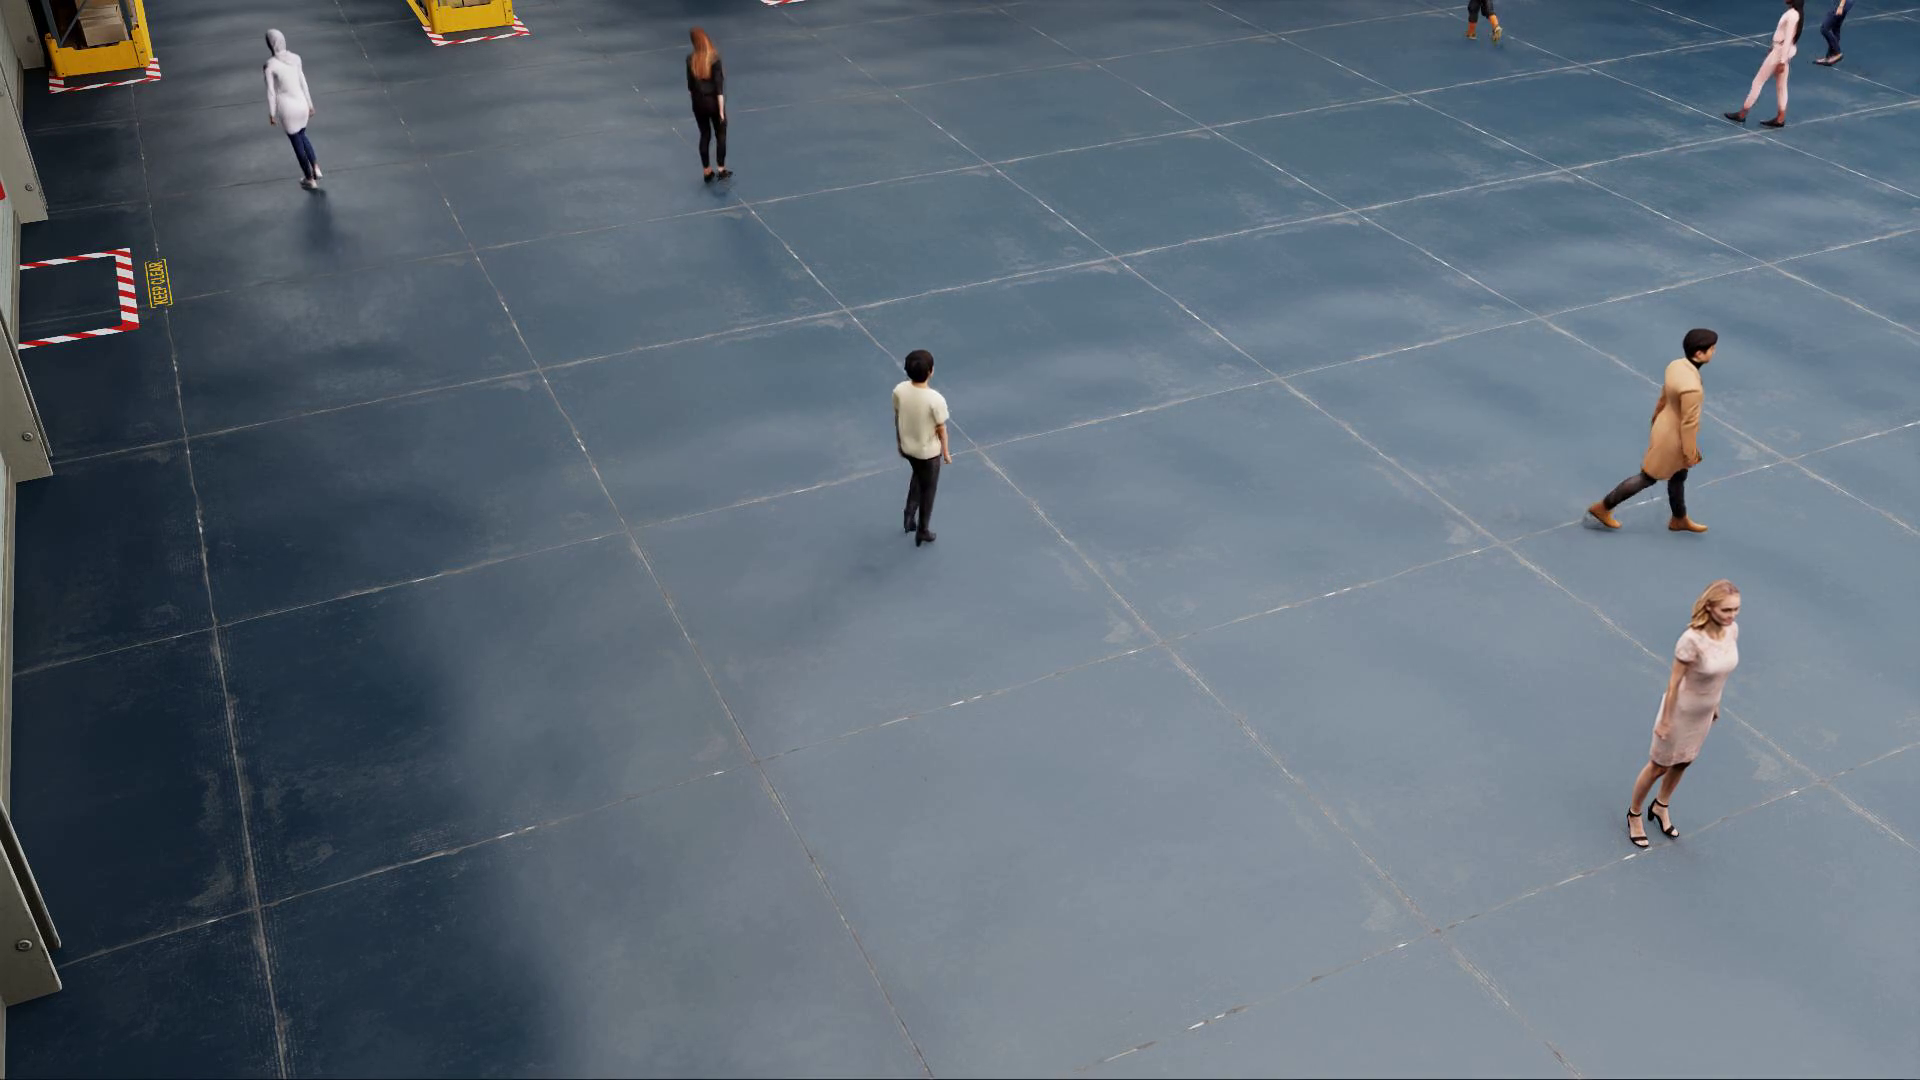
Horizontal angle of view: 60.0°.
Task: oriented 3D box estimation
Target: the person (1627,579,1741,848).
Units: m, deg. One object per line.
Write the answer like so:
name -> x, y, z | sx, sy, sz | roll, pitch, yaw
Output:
person -> 4.168, 0.987, 9.540 | 0.584, 1.830, 0.500 | -12, 35, -18

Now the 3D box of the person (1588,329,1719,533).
person -> 5.205, -0.775, 12.372 | 1.131, 1.697, 1.163 | 6, 34, 9

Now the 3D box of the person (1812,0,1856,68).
person -> 11.840, -7.140, 22.141 | 0.760, 1.716, 0.725 | 19, 37, 26

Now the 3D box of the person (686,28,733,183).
person -> -2.842, -4.831, 18.632 | 0.771, 1.671, 0.824 | 17, 37, 24

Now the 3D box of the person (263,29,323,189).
person -> -7.333, -4.738, 18.399 | 0.781, 1.769, 0.749 | 22, 39, 30

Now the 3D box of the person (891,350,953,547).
person -> -0.324, -0.636, 12.268 | 0.652, 1.577, 0.750 | 22, 39, 30

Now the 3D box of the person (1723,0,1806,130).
person -> 10.025, -5.813, 20.119 | 1.076, 1.696, 0.972 | 16, 36, 23

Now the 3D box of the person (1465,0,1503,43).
person -> 7.411, -7.746, 23.324 | 0.583, 1.442, 0.912 | -13, 35, -19
